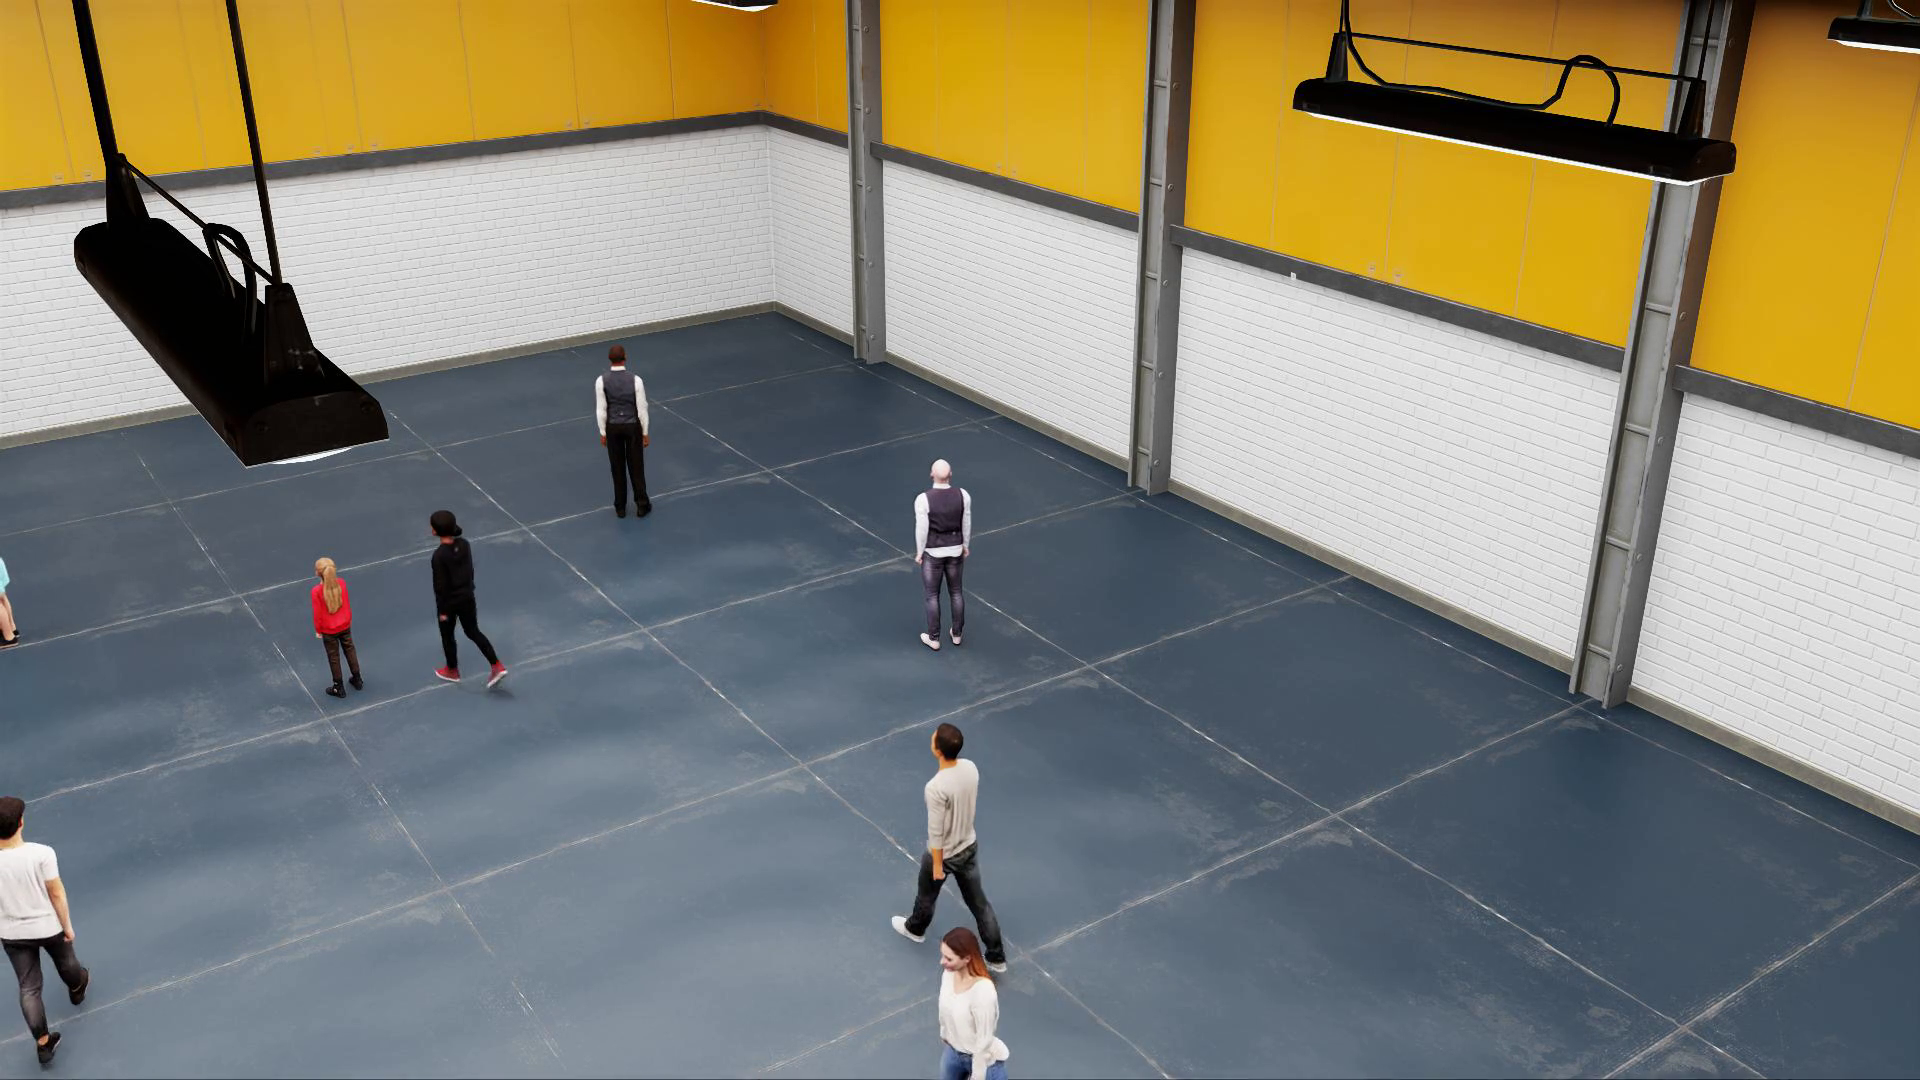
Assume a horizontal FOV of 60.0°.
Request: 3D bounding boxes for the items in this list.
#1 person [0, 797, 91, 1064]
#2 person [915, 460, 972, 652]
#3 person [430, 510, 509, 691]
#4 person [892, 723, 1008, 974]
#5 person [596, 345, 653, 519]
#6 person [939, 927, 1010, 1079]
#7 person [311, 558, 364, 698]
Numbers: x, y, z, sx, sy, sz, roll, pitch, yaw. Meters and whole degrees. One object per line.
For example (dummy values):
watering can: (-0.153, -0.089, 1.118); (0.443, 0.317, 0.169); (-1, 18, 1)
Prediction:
person: (-5.693, 2.397, 10.150); (0.895, 1.678, 1.157); (-6, 24, -13)
person: (-0.160, 0.126, 15.164); (0.739, 1.824, 0.674); (-9, 25, -20)
person: (-4.301, 0.541, 14.435); (1.139, 1.649, 0.910); (12, 26, 26)
person: (0.034, 2.052, 10.840); (1.241, 1.759, 0.874); (18, 30, 36)
person: (-3.651, -1.181, 18.039); (0.785, 1.916, 0.772); (-2, 24, -5)
person: (0.051, 2.832, 9.181); (0.899, 1.658, 0.651); (-15, 28, -30)
person: (-5.427, 0.742, 14.432); (0.557, 1.281, 0.548); (18, 29, 36)
